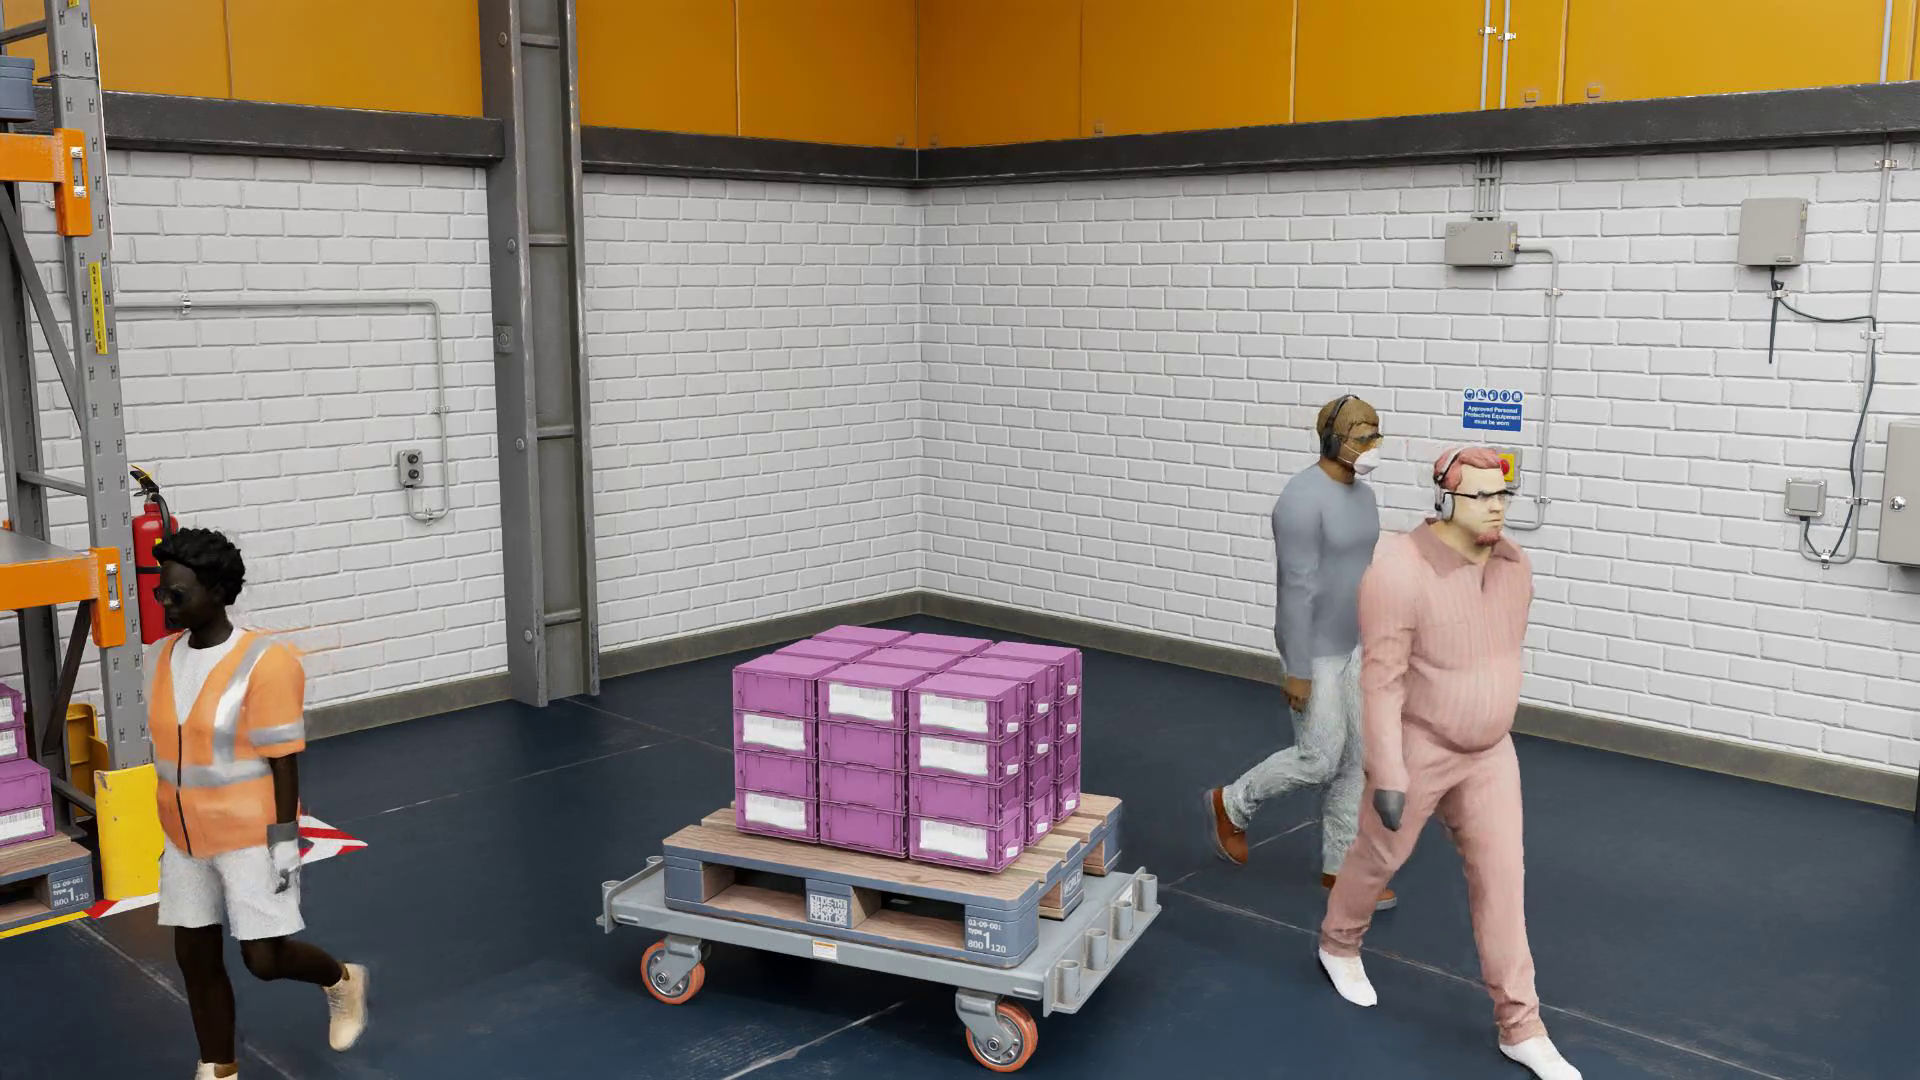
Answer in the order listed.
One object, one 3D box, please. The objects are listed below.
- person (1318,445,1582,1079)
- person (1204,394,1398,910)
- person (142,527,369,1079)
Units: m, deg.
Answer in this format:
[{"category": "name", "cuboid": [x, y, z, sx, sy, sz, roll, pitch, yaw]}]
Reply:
[{"category": "person", "cuboid": [1.456, 0.625, 5.080, 0.663, 1.856, 1.005, -4, 10, -24]}, {"category": "person", "cuboid": [1.302, 0.407, 6.183, 0.663, 1.919, 0.631, 8, 12, 40]}, {"category": "person", "cuboid": [-1.973, 0.779, 4.614, 0.533, 1.683, 0.568, 3, 10, 20]}]
